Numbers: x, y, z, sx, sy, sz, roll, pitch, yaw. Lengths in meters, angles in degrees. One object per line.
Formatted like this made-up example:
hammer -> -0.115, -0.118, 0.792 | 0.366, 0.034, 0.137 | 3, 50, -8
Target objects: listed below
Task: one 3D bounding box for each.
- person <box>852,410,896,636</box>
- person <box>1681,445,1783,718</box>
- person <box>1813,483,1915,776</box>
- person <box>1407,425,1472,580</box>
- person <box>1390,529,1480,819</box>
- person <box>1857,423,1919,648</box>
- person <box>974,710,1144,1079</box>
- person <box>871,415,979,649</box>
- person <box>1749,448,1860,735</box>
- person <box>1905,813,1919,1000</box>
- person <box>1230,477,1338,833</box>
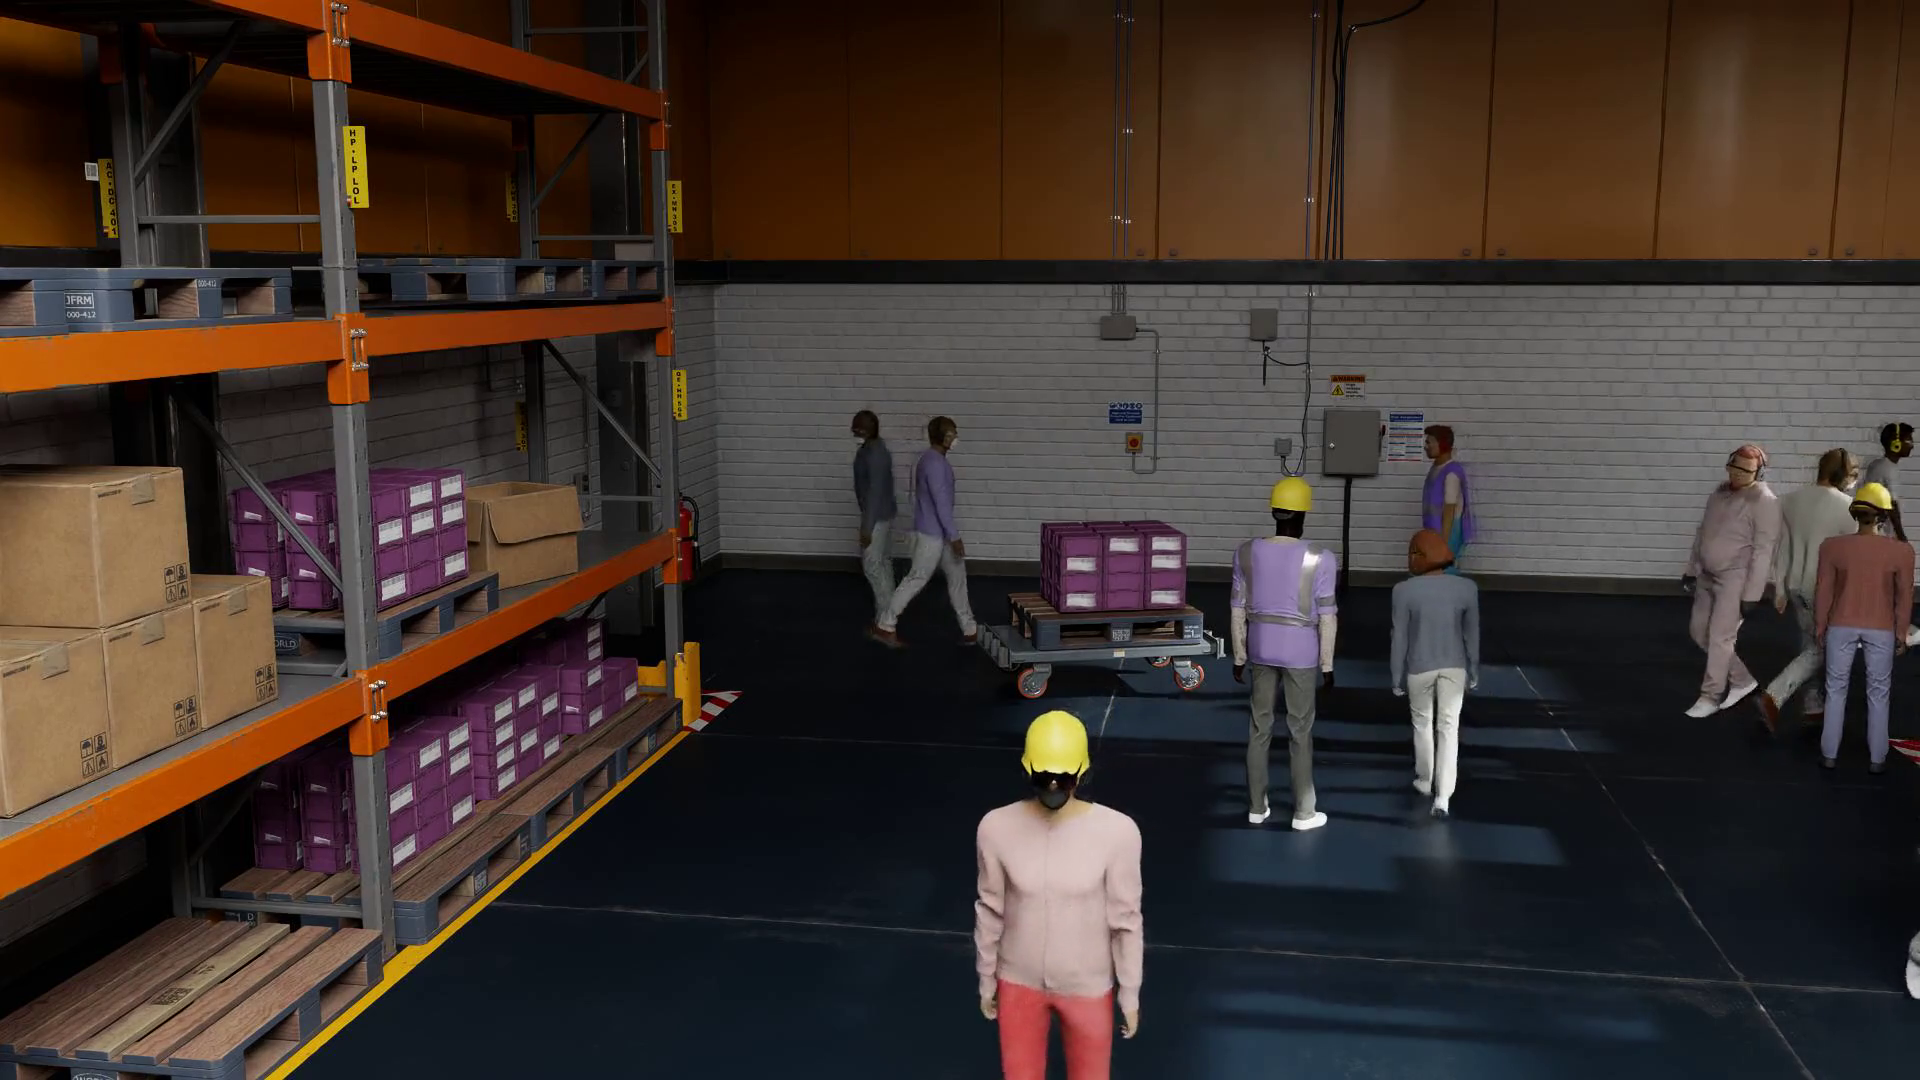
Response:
person -> -0.719, -0.158, 13.956 | 0.397, 1.900, 0.798 | -1, 9, -3
person -> 5.209, 0.280, 11.264 | 0.572, 1.878, 0.725 | -1, 9, -9
person -> 5.439, 0.535, 10.050 | 0.527, 1.765, 0.329 | 5, 10, 29
person -> 3.789, 0.005, 13.125 | 0.450, 1.830, 0.566 | 0, 9, -2
person -> 2.670, 0.739, 9.340 | 0.510, 1.600, 0.834 | 1, 9, 8
person -> 7.437, -0.019, 13.275 | 0.943, 1.821, 0.540 | 3, 10, 17
person -> 0.310, 1.336, 5.157 | 0.533, 1.740, 0.618 | 2, 9, 13
person -> -0.229, -0.055, 13.335 | 1.032, 1.898, 0.646 | 1, 9, 4
person -> 5.528, 0.344, 10.828 | 0.848, 1.908, 0.629 | -3, 10, -16
person -> 4.009, 1.172, 6.525 | 0.530, 1.623, 0.506 | 1, 9, 6
person -> 1.759, 0.619, 9.028 | 0.589, 1.927, 0.382 | 5, 11, 30
